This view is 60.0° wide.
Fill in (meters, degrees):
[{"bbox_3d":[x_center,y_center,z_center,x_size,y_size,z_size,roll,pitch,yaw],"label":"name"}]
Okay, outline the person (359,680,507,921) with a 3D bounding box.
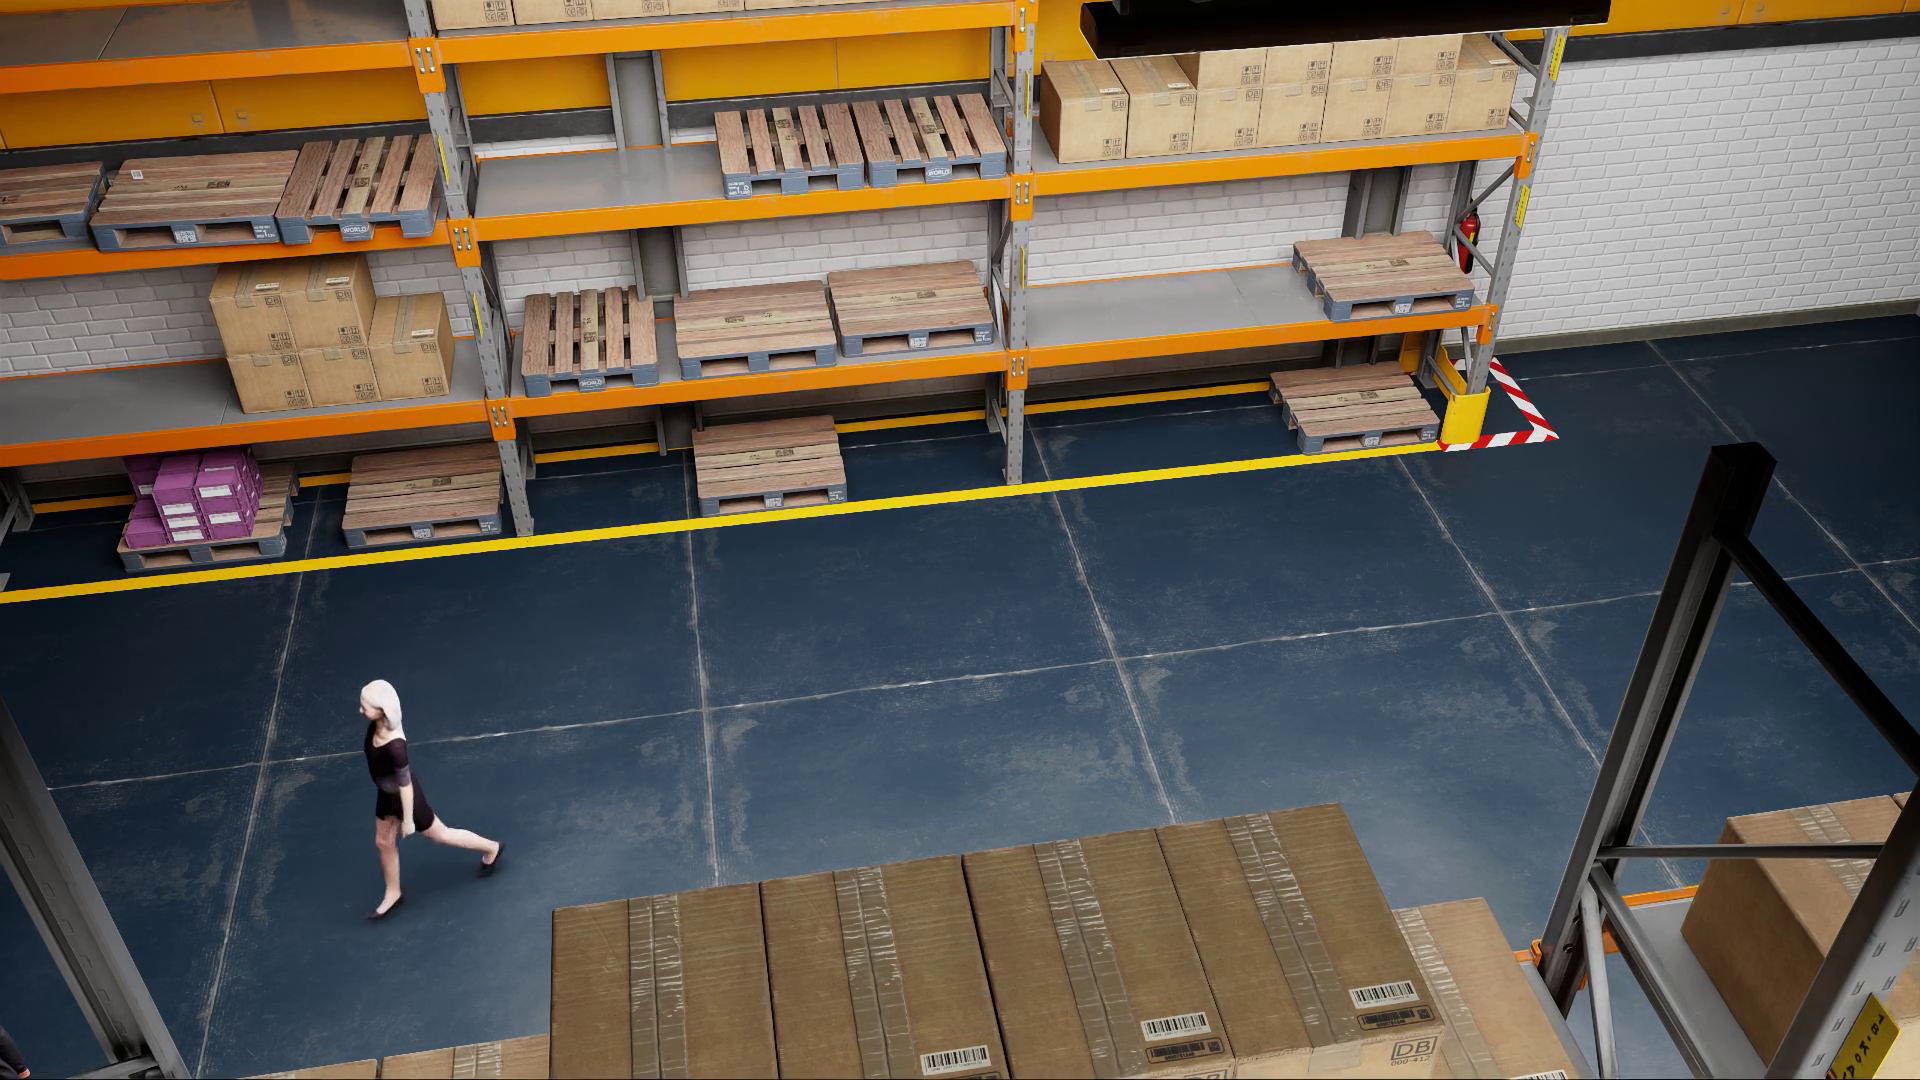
[{"bbox_3d":[-3.224,1.519,9.945,1.220,1.791,0.926,-24,44,-27],"label":"person"}]
